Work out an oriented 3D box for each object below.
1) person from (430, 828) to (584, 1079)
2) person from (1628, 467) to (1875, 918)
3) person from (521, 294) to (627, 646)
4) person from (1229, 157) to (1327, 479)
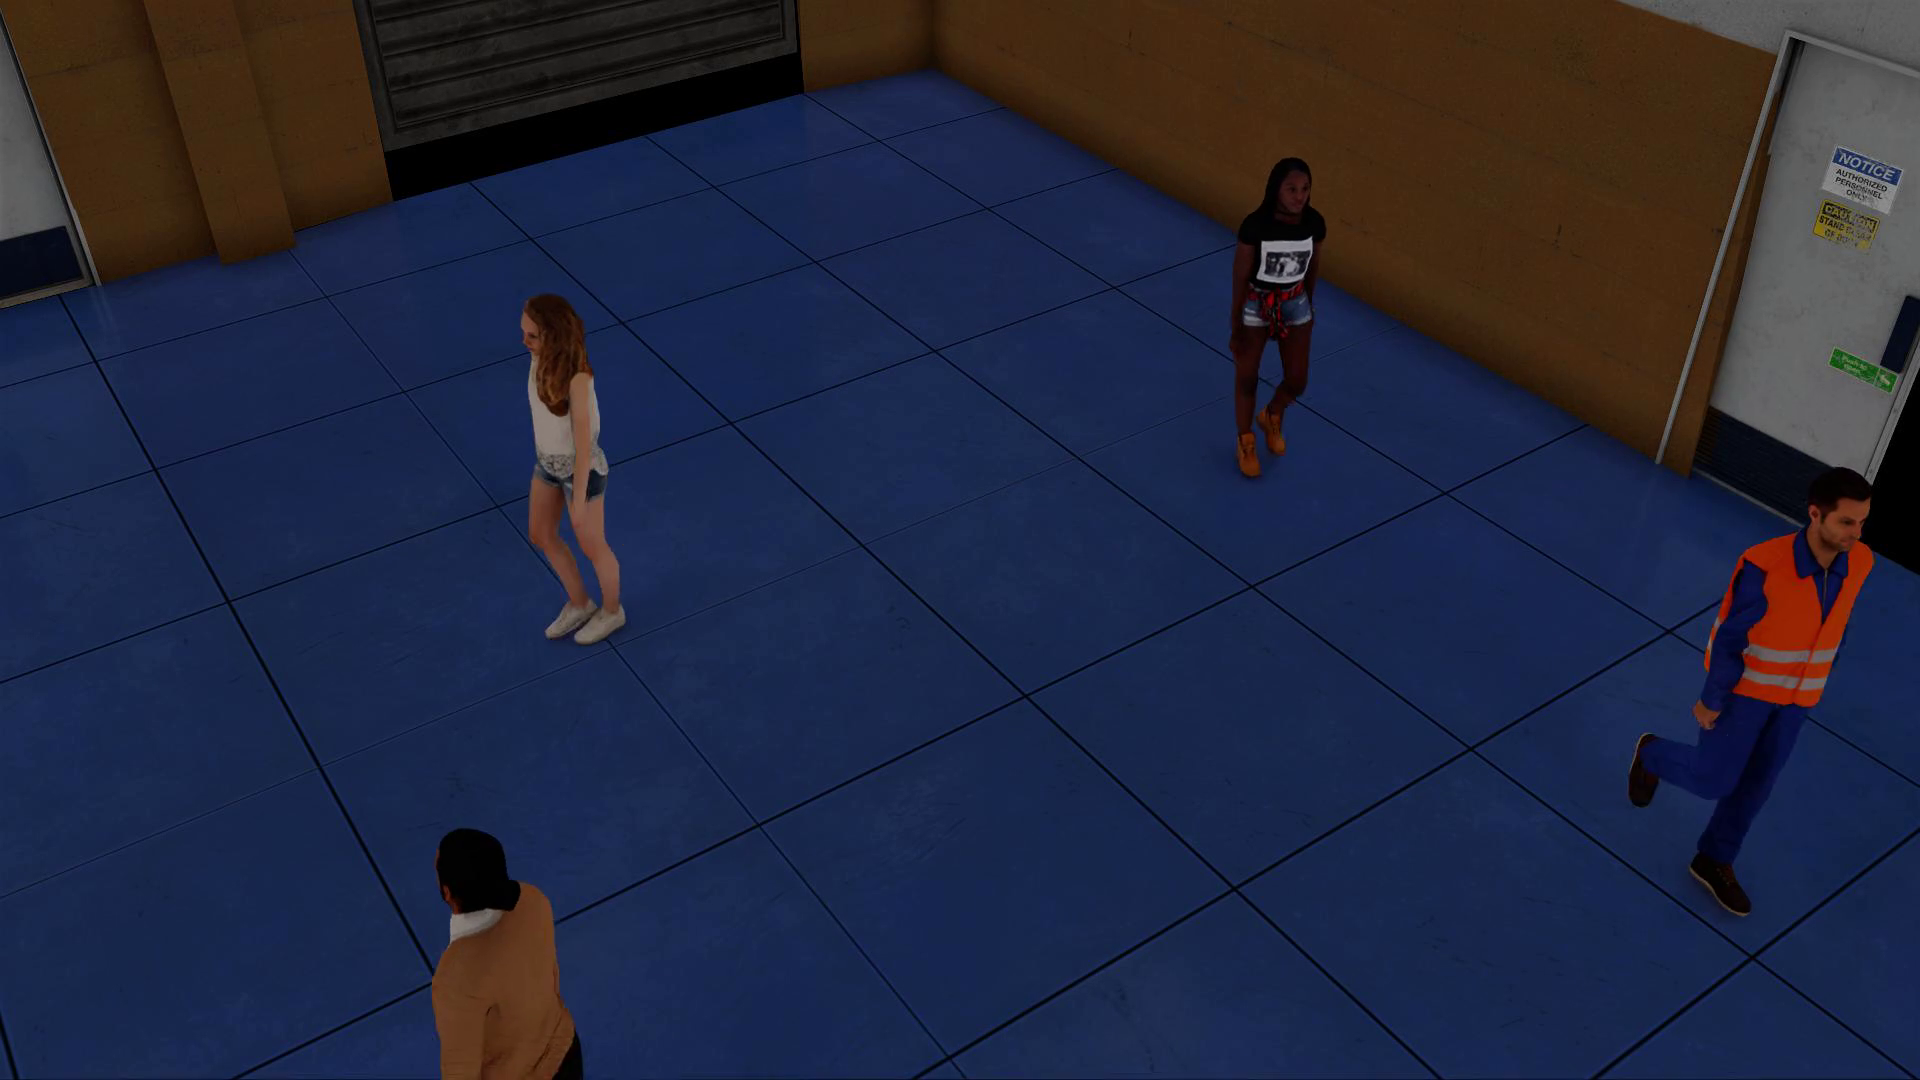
[{"bbox_3d":[-1.170,1.530,4.667,1.098,1.731,1.042,6,37,8],"label":"person"},{"bbox_3d":[2.817,0.486,5.956,1.010,1.853,0.970,-8,38,-10],"label":"person"},{"bbox_3d":[-1.575,-0.303,7.094,0.593,1.750,0.631,-26,44,-31],"label":"person"},{"bbox_3d":[1.496,-1.125,8.220,0.731,1.711,0.793,-5,37,-7],"label":"person"}]
